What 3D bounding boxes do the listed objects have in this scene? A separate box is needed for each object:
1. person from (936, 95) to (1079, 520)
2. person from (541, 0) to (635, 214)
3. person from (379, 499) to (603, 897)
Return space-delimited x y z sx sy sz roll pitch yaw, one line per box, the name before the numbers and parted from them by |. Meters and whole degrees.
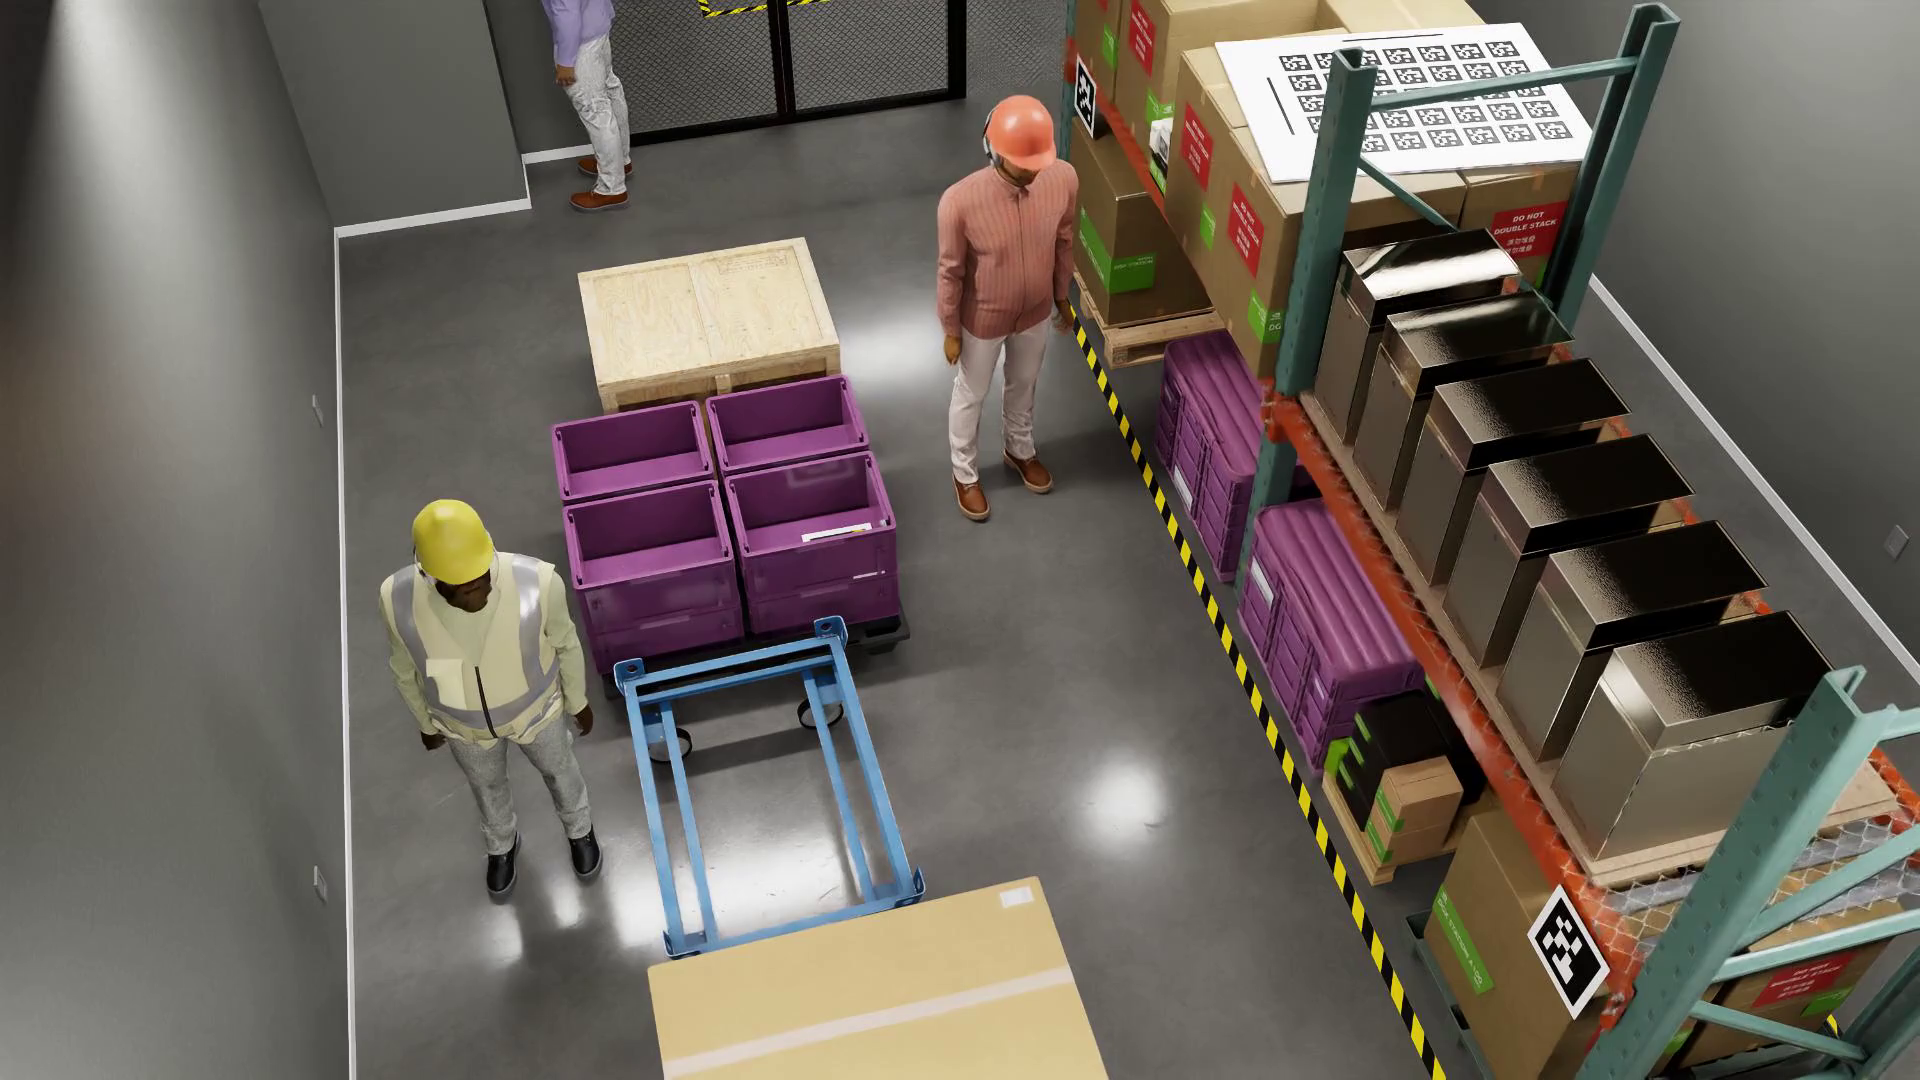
person | 0.200 -0.920 6.696 0.612 1.991 0.401 -21 51 -18
person | -1.887 -2.518 8.199 0.368 1.939 0.632 1 47 1
person | -1.508 0.541 5.457 0.588 1.837 0.403 -8 48 -8
